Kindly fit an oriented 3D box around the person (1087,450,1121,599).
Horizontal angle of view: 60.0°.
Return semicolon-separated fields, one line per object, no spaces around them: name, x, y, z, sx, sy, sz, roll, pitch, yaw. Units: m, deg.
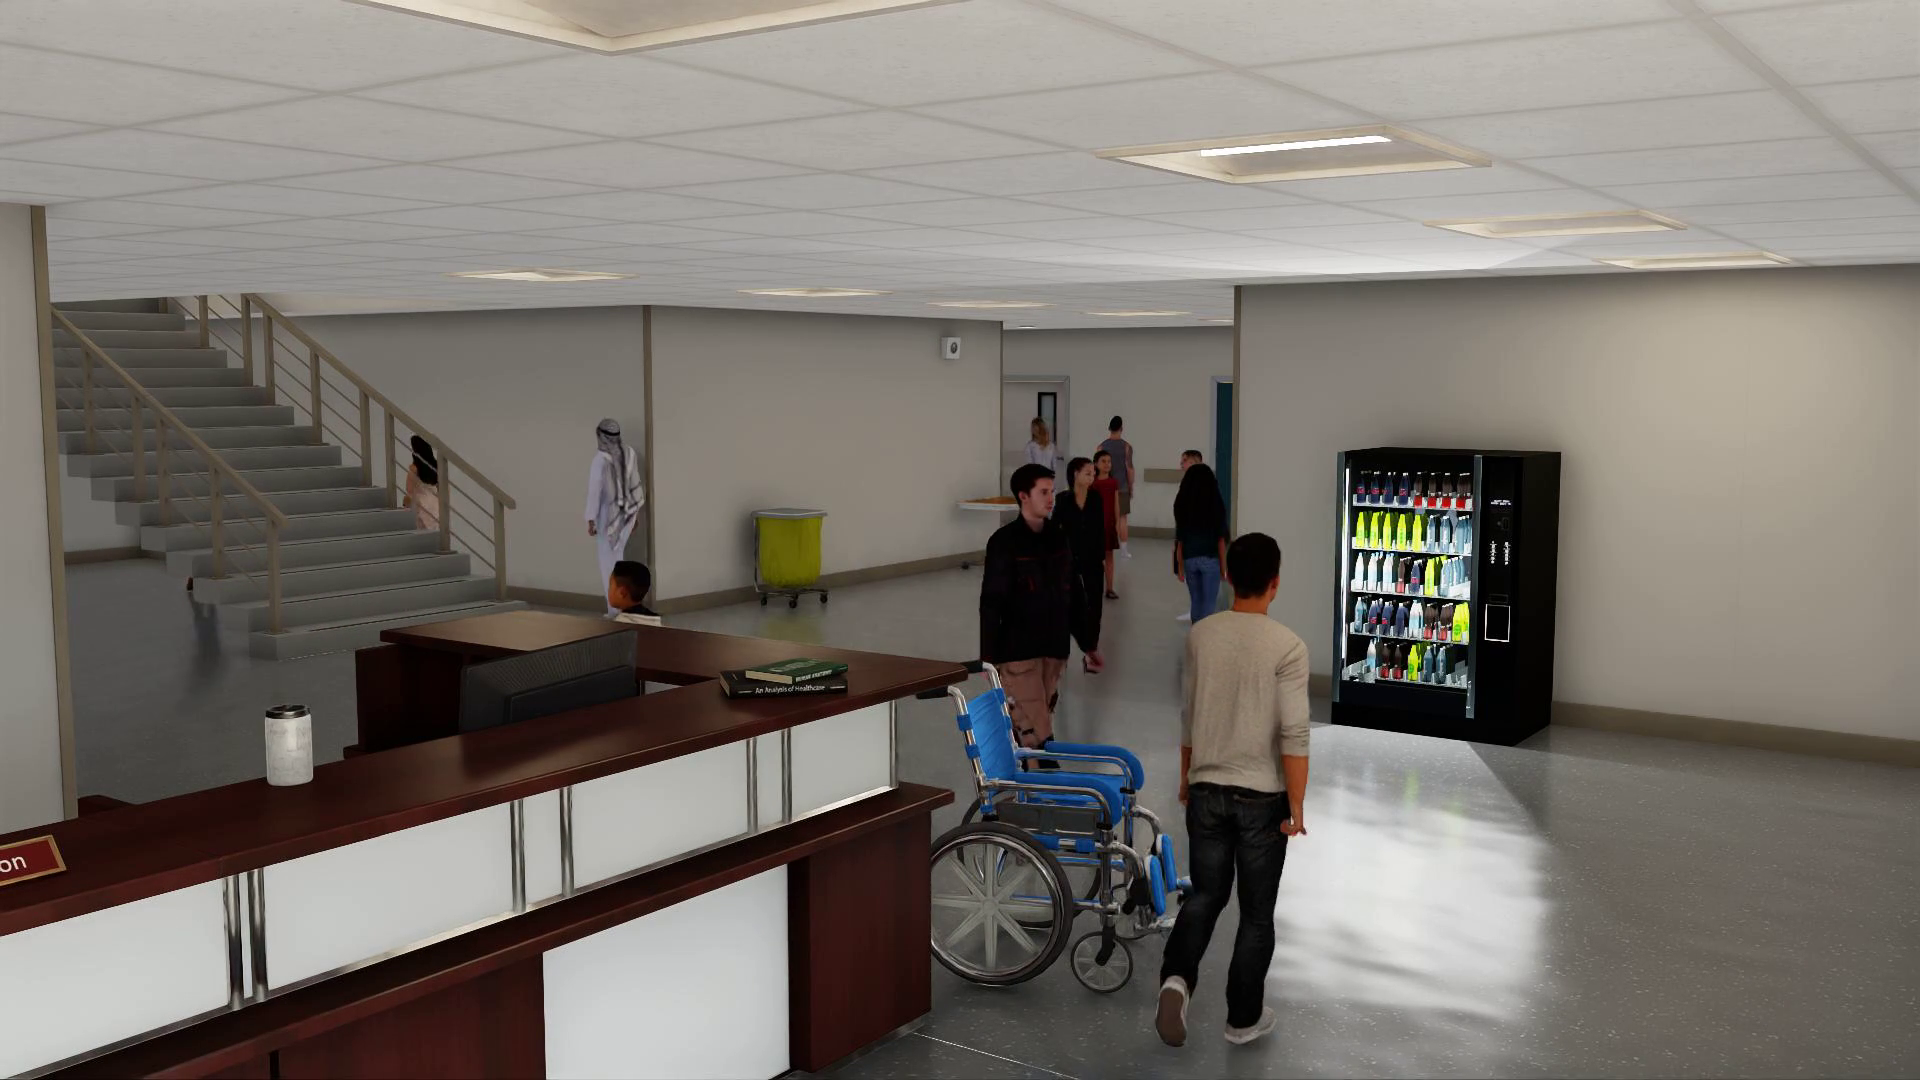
person;1.482;-0.169;17.381;0.683;1.550;0.743;-1;6;-5

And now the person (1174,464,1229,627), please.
person;1.949;0.202;13.478;1.007;1.595;0.816;2;6;19

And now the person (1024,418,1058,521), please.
person;1.044;-0.611;20.704;0.989;1.767;1.132;-2;6;-19

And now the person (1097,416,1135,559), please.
person;1.968;-0.666;21.183;0.634;1.846;0.783;1;6;12

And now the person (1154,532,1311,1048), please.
person;0.912;0.887;5.680;0.838;1.793;0.729;4;7;32

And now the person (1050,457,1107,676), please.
person;0.913;0.202;12.996;0.858;1.691;0.920;0;6;-1

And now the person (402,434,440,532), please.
person;-5.372;-0.206;16.910;0.654;1.720;0.625;4;7;32

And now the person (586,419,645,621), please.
person;-3.196;-0.183;15.721;0.752;1.912;0.695;4;7;34

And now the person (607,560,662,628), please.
person;-1.522;0.828;7.994;0.896;1.447;0.770;1;6;11

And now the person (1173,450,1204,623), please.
person;2.271;-0.034;15.690;0.820;1.621;0.765;-2;6;-16

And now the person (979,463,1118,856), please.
person;0.284;0.601;8.120;1.241;1.873;0.844;5;8;43
